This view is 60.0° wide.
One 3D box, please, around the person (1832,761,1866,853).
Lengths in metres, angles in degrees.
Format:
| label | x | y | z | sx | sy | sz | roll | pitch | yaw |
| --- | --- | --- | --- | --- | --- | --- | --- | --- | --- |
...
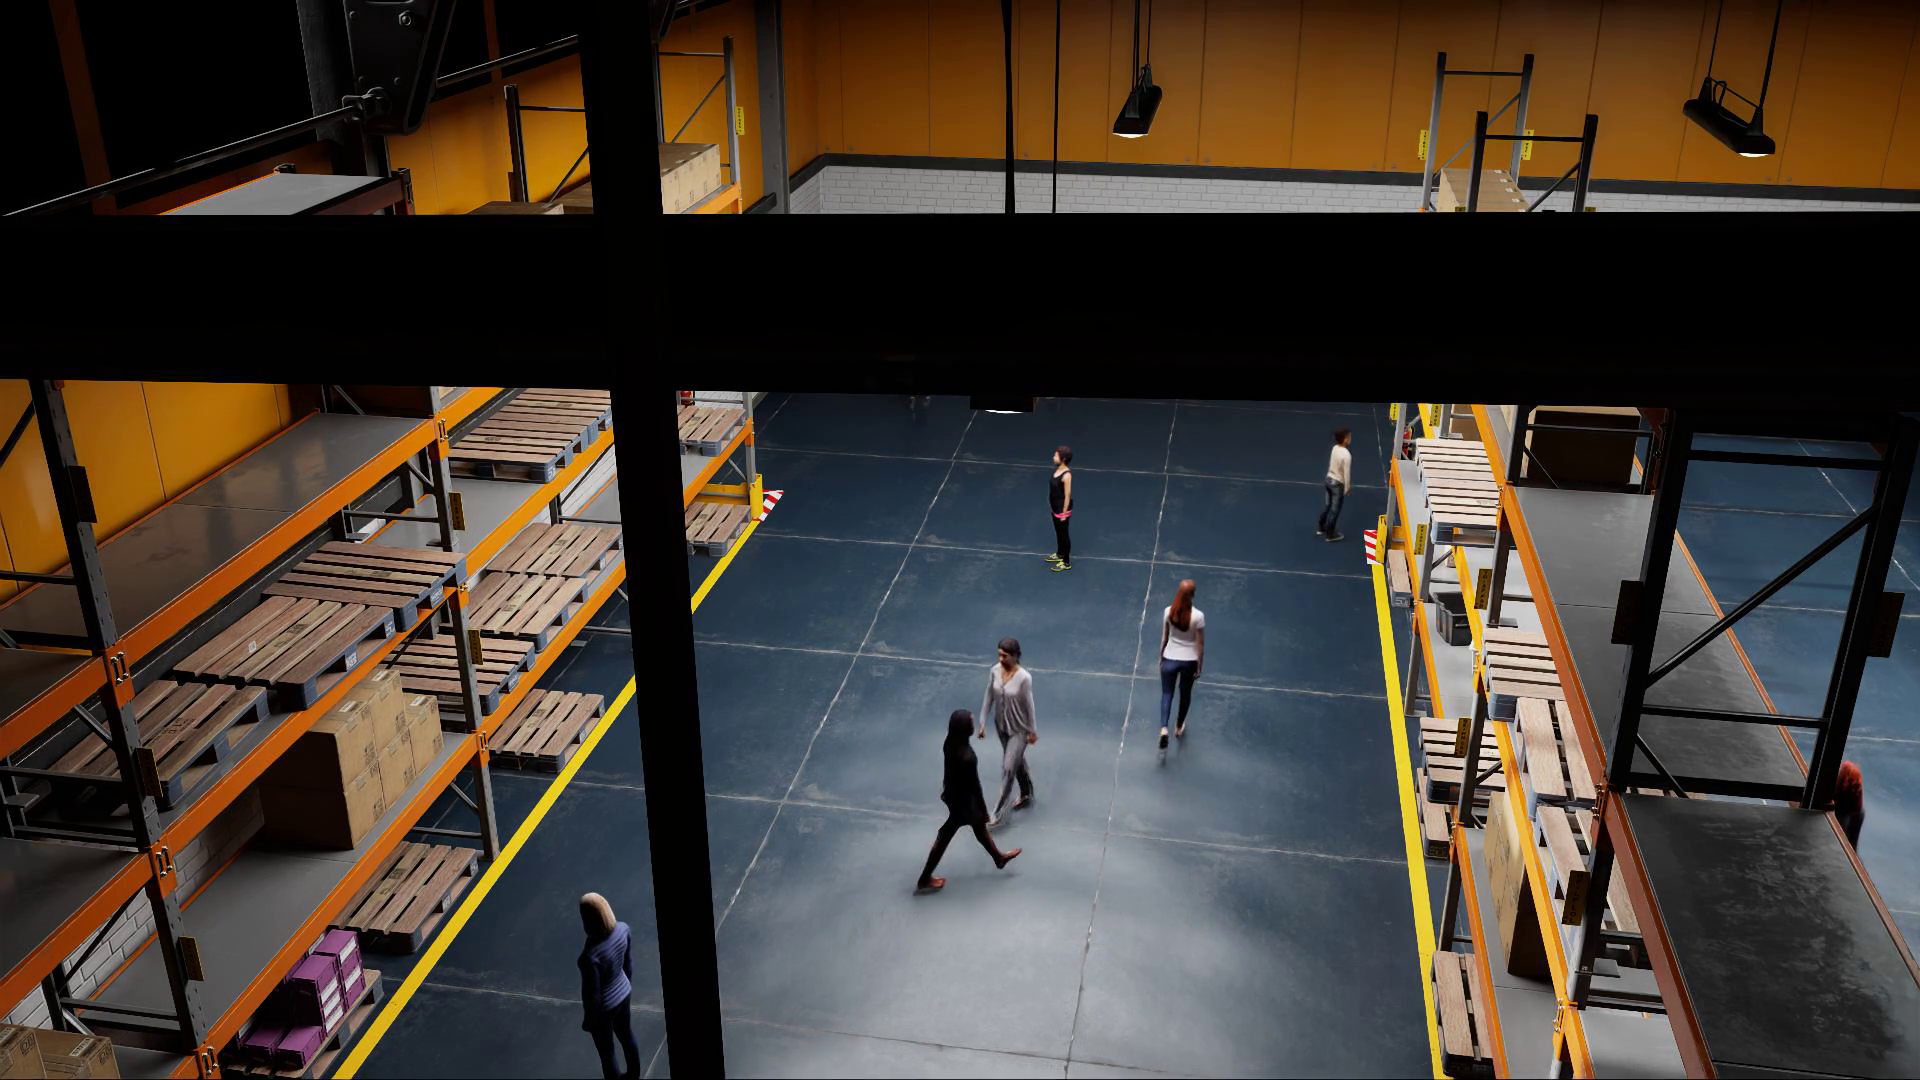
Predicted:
| label | x | y | z | sx | sy | sz | roll | pitch | yaw |
| --- | --- | --- | --- | --- | --- | --- | --- | --- | --- |
| person | 6.687 | 2.543 | 12.947 | 0.726 | 1.739 | 1.158 | 8 | 25 | 18 |

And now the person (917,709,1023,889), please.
| label | x | y | z | sx | sy | sz | roll | pitch | yaw |
| --- | --- | --- | --- | --- | --- | --- | --- | --- | --- |
| person | -0.083 | 2.204 | 13.814 | 1.060 | 1.666 | 1.206 | -7 | 25 | -16 |

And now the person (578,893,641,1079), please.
| label | x | y | z | sx | sy | sz | roll | pitch | yaw |
| --- | --- | --- | --- | --- | --- | --- | --- | --- | --- |
| person | -2.423 | 3.174 | 11.501 | 0.760 | 1.740 | 0.581 | 11 | 26 | 24 |

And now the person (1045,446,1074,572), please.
| label | x | y | z | sx | sy | sz | roll | pitch | yaw |
| --- | --- | --- | --- | --- | --- | --- | --- | --- | --- |
| person | 1.221 | -0.407 | 19.929 | 0.668 | 1.552 | 0.551 | -5 | 24 | -10 |

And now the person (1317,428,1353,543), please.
| label | x | y | z | sx | sy | sz | roll | pitch | yaw |
| --- | --- | --- | --- | --- | --- | --- | --- | --- | --- |
| person | 4.663 | -0.694 | 20.711 | 0.683 | 1.453 | 0.586 | -9 | 25 | -20 |

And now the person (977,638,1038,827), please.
| label | x | y | z | sx | sy | sz | roll | pitch | yaw |
| --- | --- | --- | --- | --- | --- | --- | --- | --- | --- |
| person | 0.527 | 1.656 | 14.979 | 0.933 | 1.737 | 1.107 | 19 | 30 | 37 |

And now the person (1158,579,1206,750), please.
| label | x | y | z | sx | sy | sz | roll | pitch | yaw |
| --- | --- | --- | --- | --- | --- | --- | --- | --- | --- |
| person | 2.092 | 1.228 | 15.984 | 0.634 | 1.716 | 1.003 | 6 | 24 | 14 |
